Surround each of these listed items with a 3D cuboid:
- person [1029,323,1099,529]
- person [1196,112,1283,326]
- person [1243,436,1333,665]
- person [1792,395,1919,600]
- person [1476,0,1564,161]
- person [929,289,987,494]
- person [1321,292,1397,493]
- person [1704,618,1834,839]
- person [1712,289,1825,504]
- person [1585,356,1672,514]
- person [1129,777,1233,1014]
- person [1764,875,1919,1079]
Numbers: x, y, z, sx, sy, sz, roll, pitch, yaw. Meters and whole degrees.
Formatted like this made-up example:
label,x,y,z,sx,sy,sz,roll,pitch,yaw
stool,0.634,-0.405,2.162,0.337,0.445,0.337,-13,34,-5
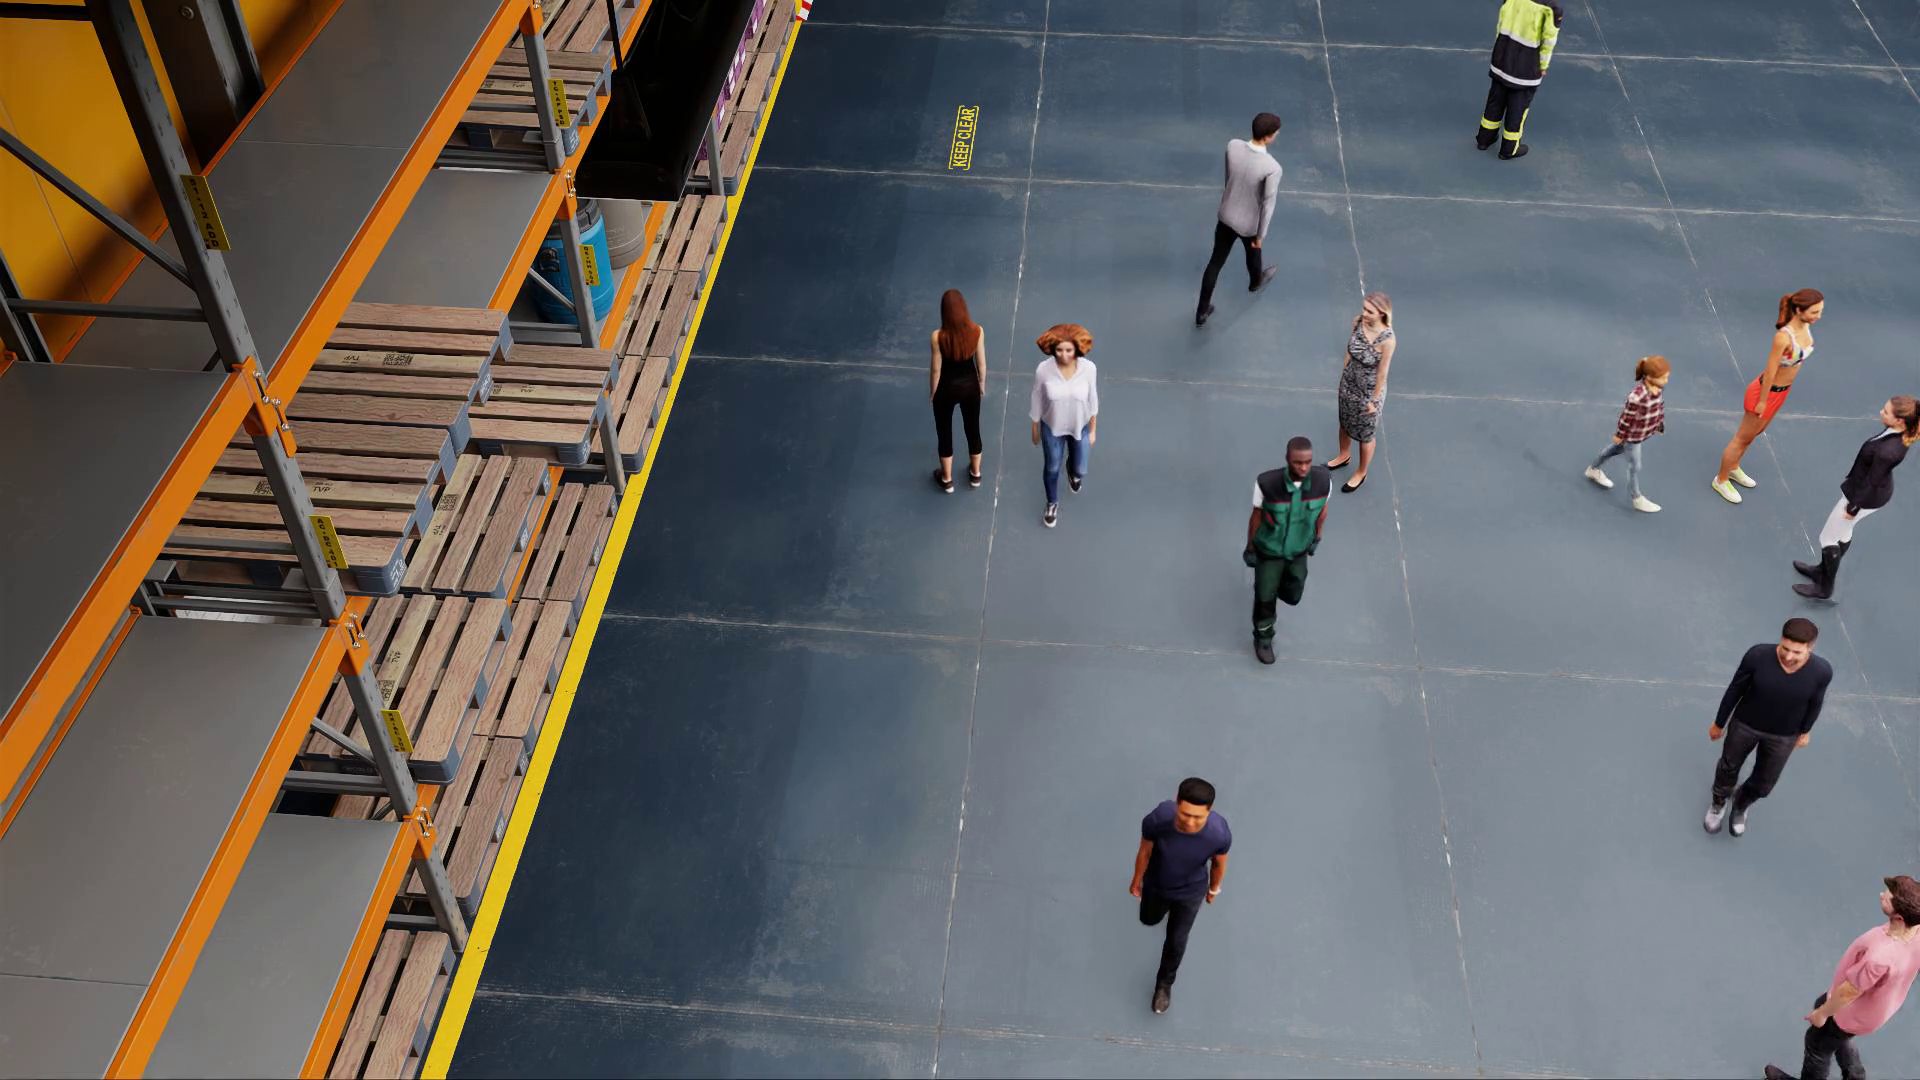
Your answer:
label,x,y,z,sx,sy,sz,roll,pitch,yaw
person,0.759,-0.881,11.944,0.648,1.692,0.754,2,44,2
person,2.240,-2.581,13.609,1.216,1.856,1.395,29,51,27
person,2.093,-0.017,10.941,0.795,1.824,0.983,-4,44,-5
person,6.151,-0.283,11.283,0.757,1.737,0.683,27,50,25
person,5.252,-4.548,15.582,0.919,1.982,0.848,-28,50,-26
person,-0.027,-1.085,12.134,0.638,1.724,0.621,-10,45,-11
person,2.968,-1.107,12.175,0.690,1.700,0.606,-23,48,-22
person,4.758,1.043,9.811,0.798,1.848,0.806,18,47,18
person,5.868,-1.074,12.074,0.673,1.791,0.743,-34,53,-30
person,4.900,-0.848,12.214,0.881,1.272,0.920,-33,53,-30
person,1.186,1.799,9.071,0.807,1.774,1.076,13,45,13
person,4.579,2.389,8.331,0.846,1.941,0.906,-23,48,-22
